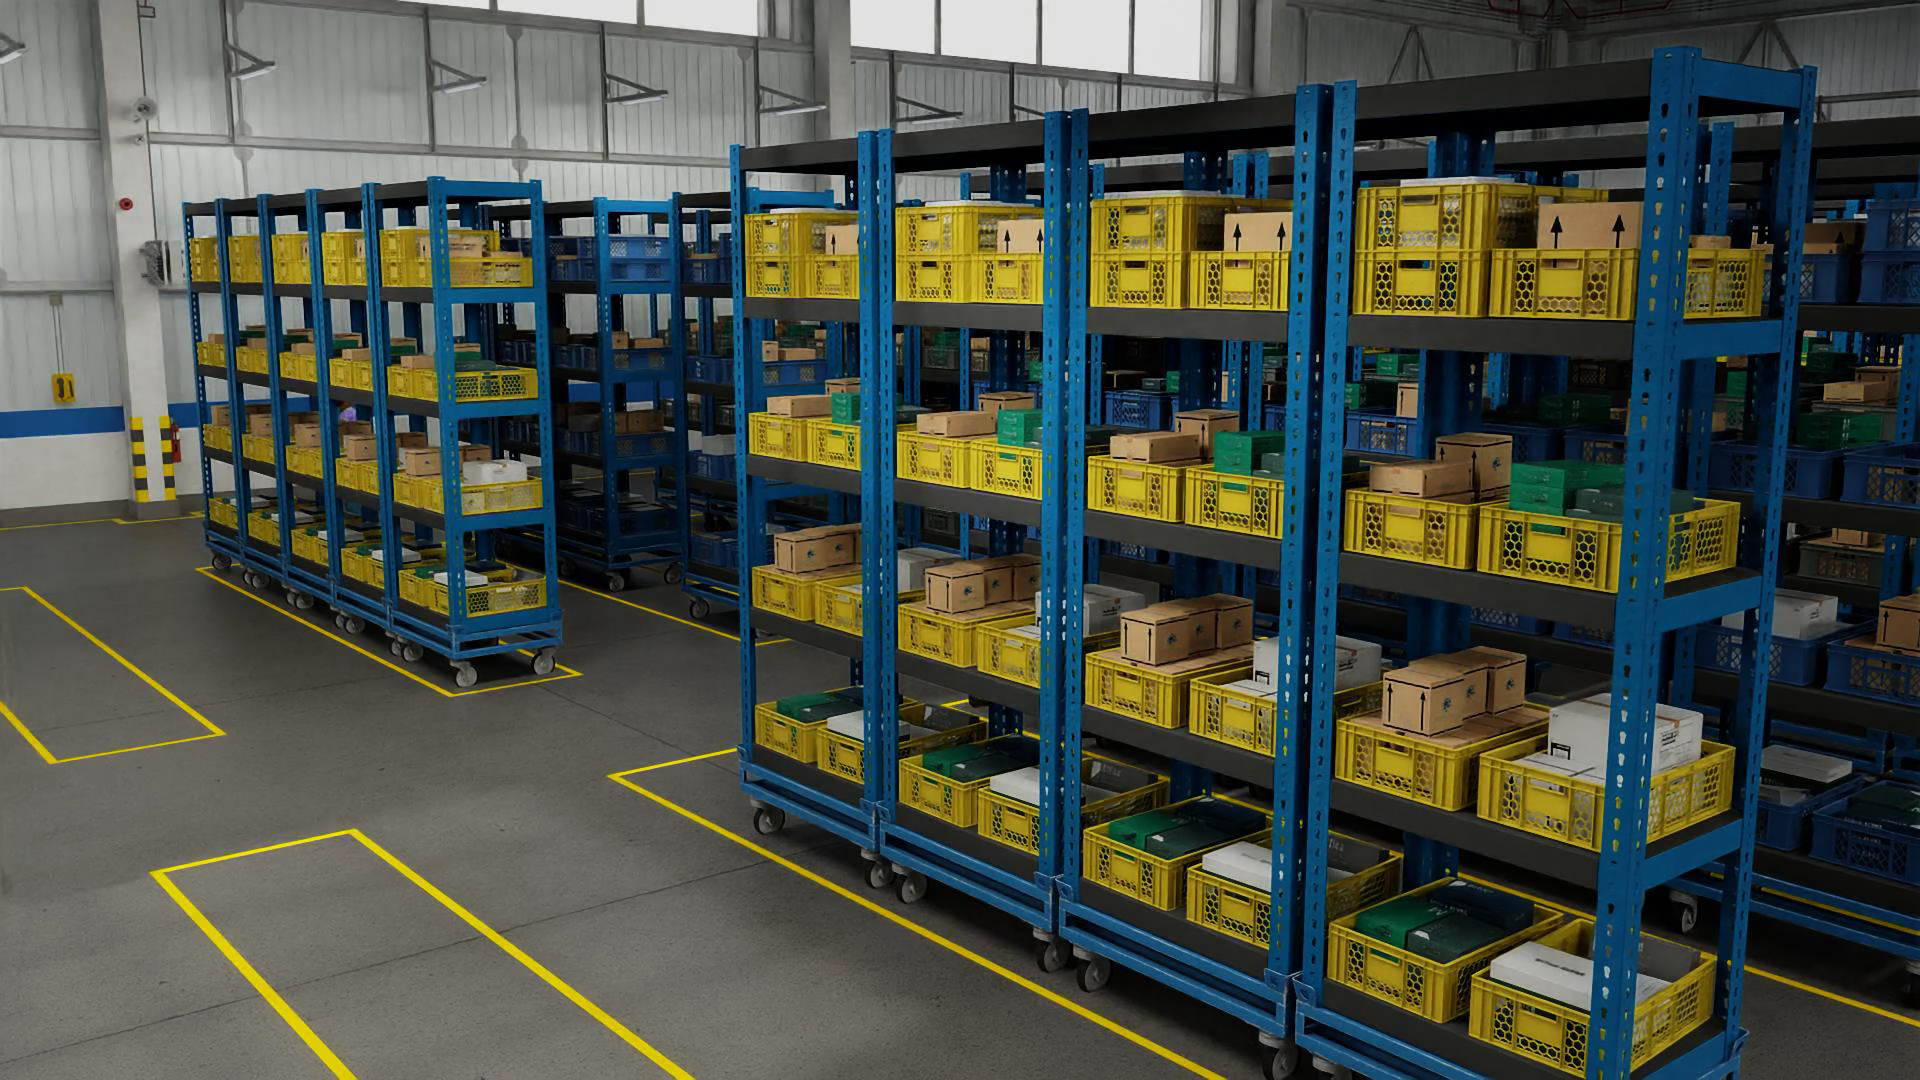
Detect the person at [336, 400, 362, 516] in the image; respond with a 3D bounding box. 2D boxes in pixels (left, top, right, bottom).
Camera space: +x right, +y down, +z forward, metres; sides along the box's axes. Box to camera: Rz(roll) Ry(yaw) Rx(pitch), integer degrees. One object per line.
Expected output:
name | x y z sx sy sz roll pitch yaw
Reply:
person | -6.172 -0.691 16.856 0.376 1.844 0.573 -3 10 -16
